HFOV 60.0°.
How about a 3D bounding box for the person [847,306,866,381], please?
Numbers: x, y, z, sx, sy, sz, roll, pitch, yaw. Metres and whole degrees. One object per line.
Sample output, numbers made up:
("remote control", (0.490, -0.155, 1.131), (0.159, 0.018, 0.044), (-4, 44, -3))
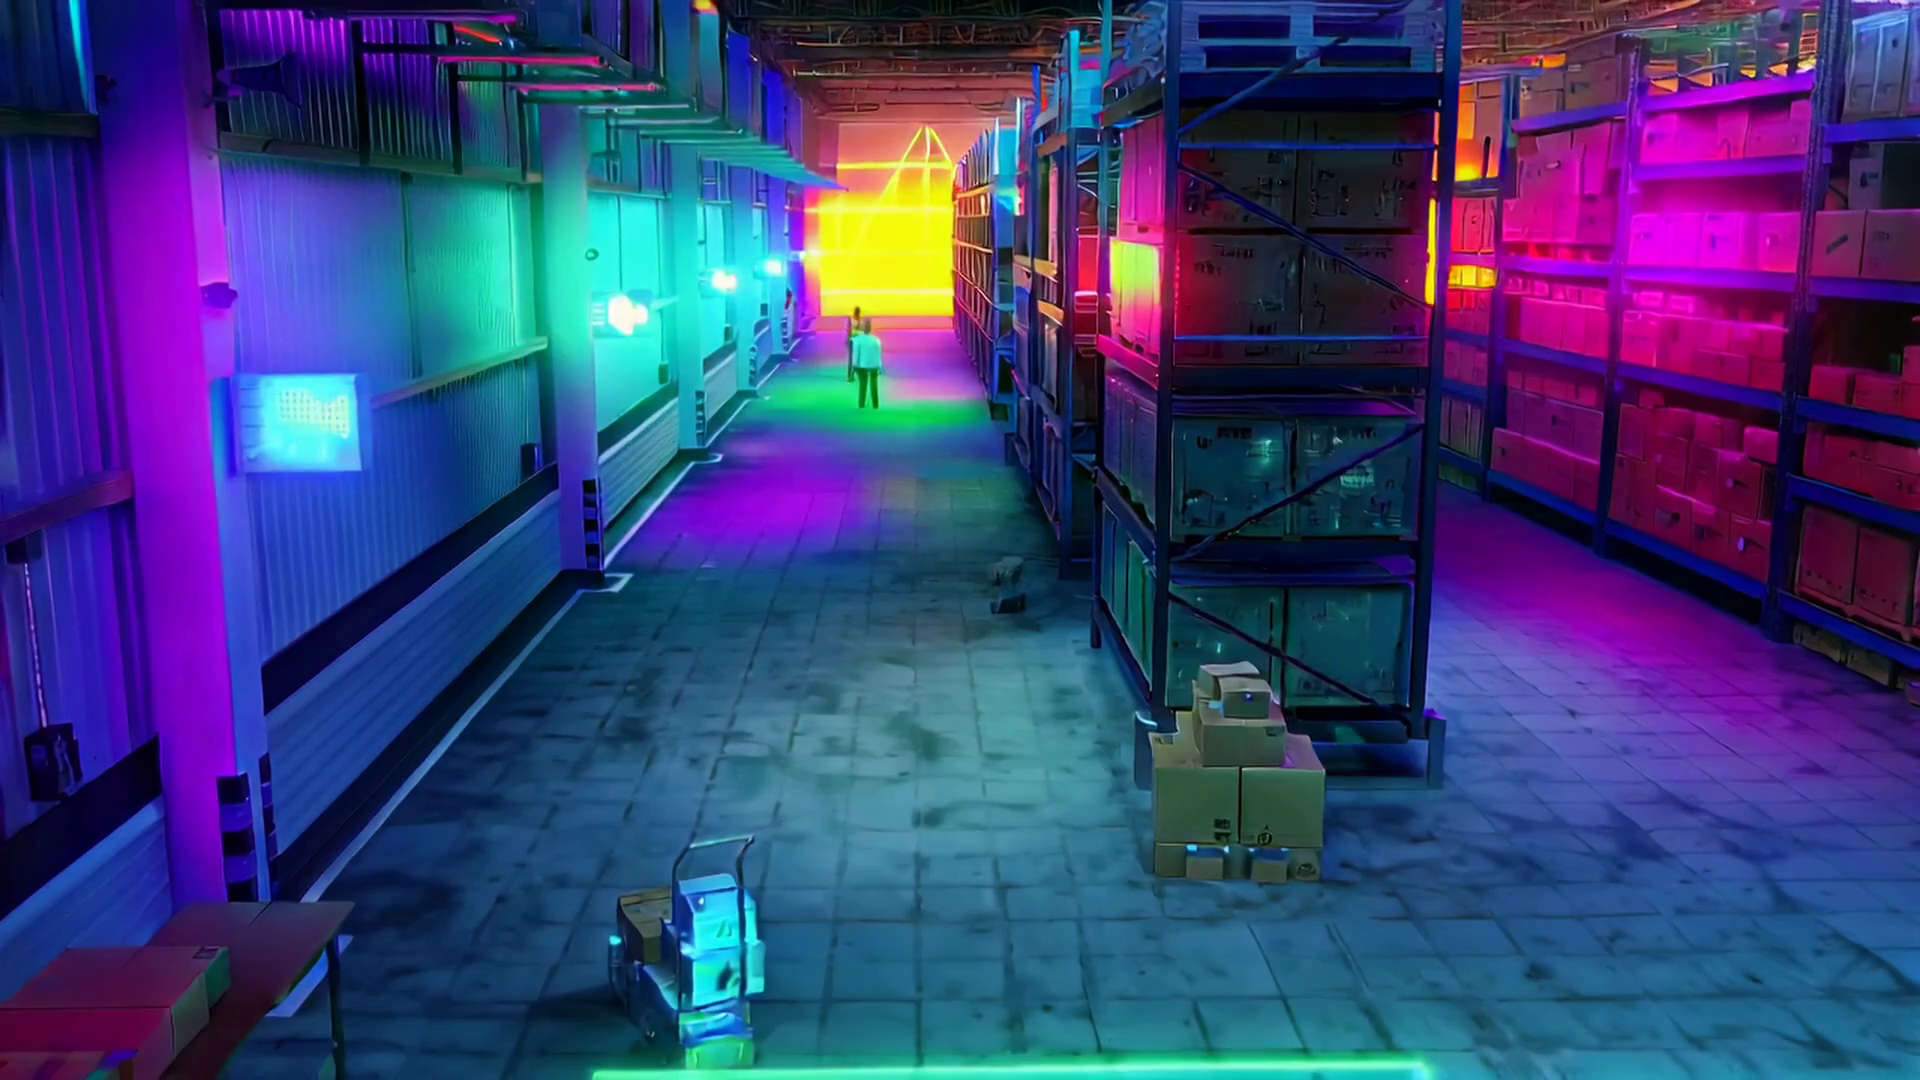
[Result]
("person", (-2.629, -5.033, 42.576), (0.596, 1.910, 0.383), (-6, 13, -29))

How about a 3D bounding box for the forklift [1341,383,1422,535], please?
("forklift", (5.412, -1.519, 21.754), (1.129, 2.768, 1.873), (0, 11, -2))

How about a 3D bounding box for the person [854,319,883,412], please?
("person", (-1.951, -3.708, 35.486), (0.617, 1.988, 0.402), (0, 11, 1))
